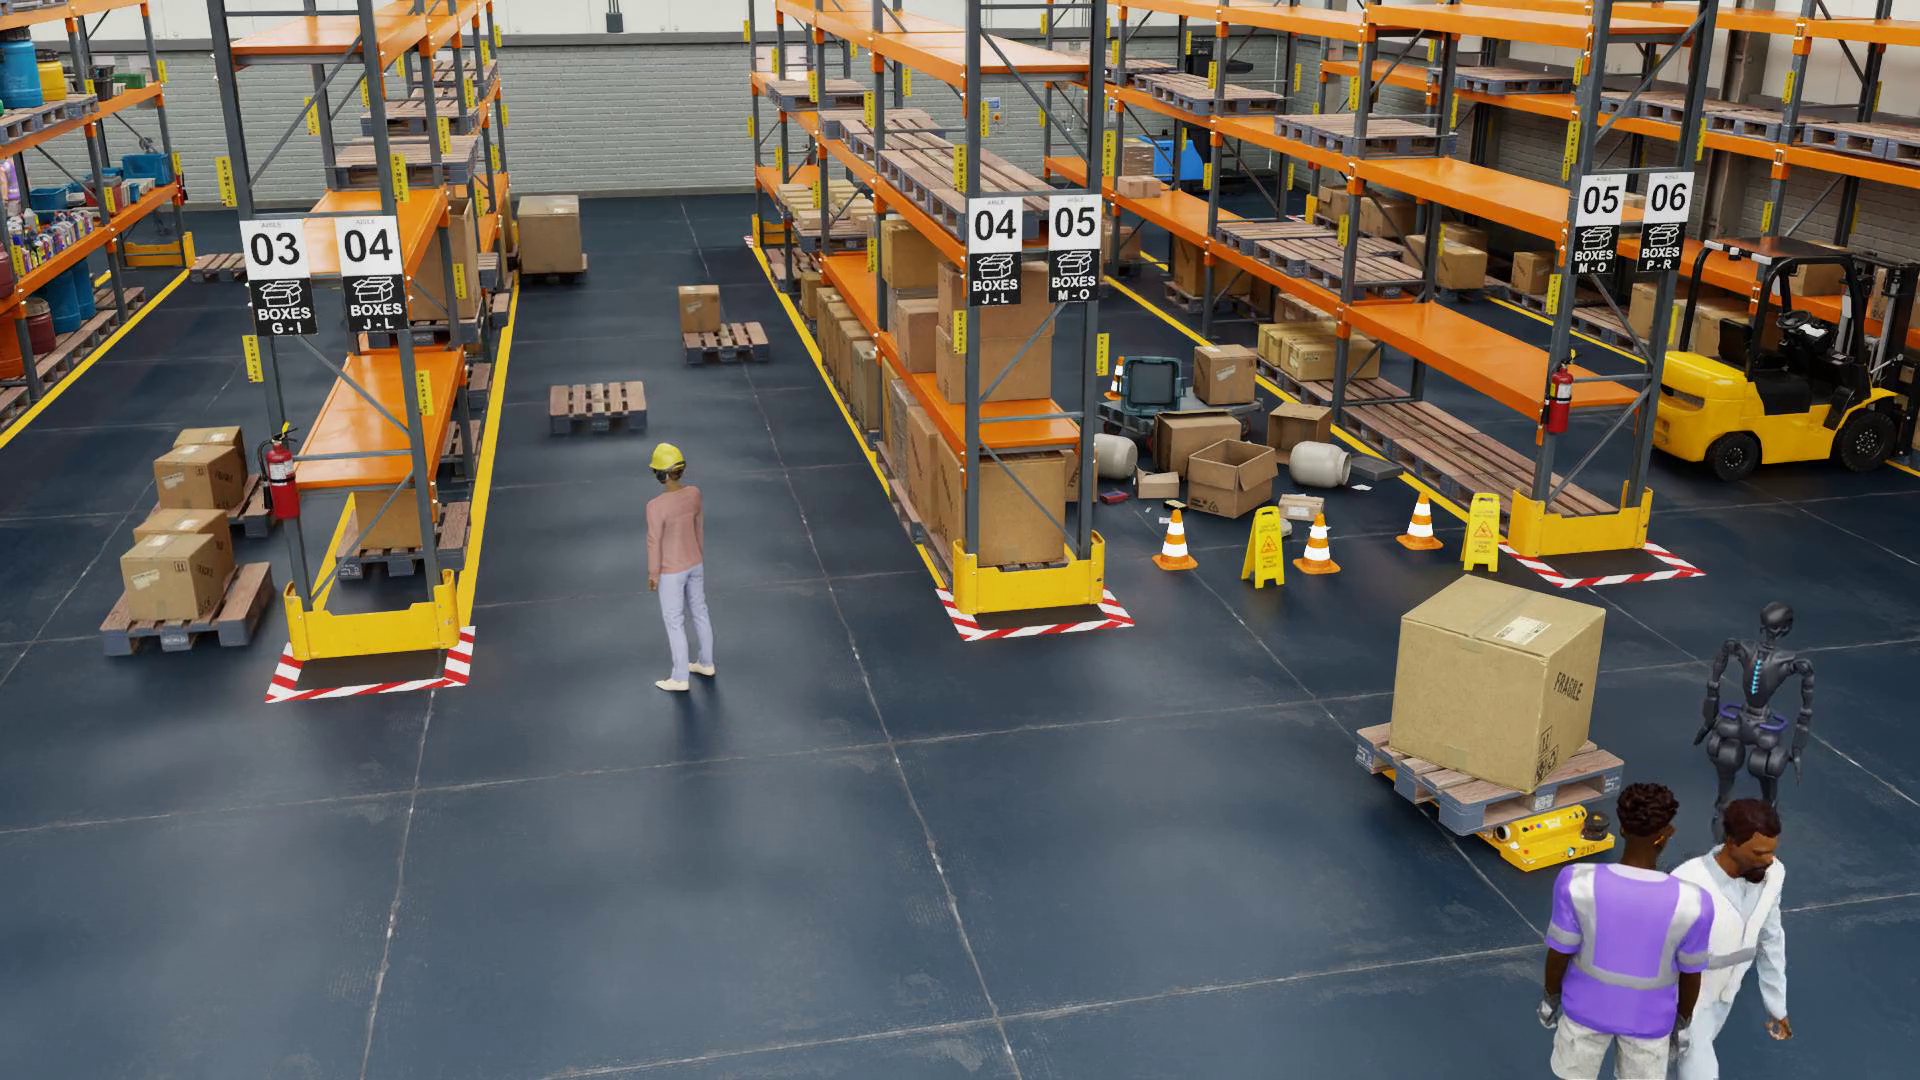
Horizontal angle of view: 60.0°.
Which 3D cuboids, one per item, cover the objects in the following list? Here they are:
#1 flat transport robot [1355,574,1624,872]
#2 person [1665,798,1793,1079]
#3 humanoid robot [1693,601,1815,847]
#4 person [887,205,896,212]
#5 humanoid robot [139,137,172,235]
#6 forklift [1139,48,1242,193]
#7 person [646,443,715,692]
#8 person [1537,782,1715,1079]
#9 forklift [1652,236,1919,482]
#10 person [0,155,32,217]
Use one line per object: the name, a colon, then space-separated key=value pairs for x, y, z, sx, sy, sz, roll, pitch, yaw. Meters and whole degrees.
flat transport robot: x=3.179 y=1.533 z=10.075 sx=0.659 sy=0.231 sz=1.431 roll=-9 pitch=22 yaw=-23
person: x=3.103 y=1.915 z=6.722 sx=0.581 sy=1.880 sz=0.924 roll=-10 pitch=23 yaw=-25
humanoid robot: x=4.377 y=1.101 z=9.213 sx=0.603 sy=1.656 sz=0.342 roll=17 pitch=26 yaw=38
person: x=-0.956 y=-6.922 z=30.849 sx=0.887 sy=1.641 sz=0.547 roll=-2 pitch=20 yaw=-6
humanoid robot: x=-13.829 y=-6.060 z=28.509 sx=0.333 sy=1.653 sz=0.605 roll=-13 pitch=24 yaw=-31
forklift: x=4.566 y=-8.313 z=32.860 sx=1.873 sy=2.768 sz=1.129 roll=-4 pitch=21 yaw=-12
person: x=-1.982 y=0.182 z=11.578 sx=0.340 sy=1.758 sz=0.518 roll=12 pitch=23 yaw=29
person: x=2.647 y=1.879 z=6.710 sx=0.606 sy=1.963 sz=0.369 roll=7 pitch=22 yaw=19
forklift: x=8.013 y=-1.814 z=16.330 sx=2.313 sy=2.155 sz=1.214 roll=-4 pitch=21 yaw=-12
person: x=-15.367 y=-5.563 z=27.148 sx=0.347 sy=1.688 sz=0.491 roll=11 pitch=23 yaw=28
